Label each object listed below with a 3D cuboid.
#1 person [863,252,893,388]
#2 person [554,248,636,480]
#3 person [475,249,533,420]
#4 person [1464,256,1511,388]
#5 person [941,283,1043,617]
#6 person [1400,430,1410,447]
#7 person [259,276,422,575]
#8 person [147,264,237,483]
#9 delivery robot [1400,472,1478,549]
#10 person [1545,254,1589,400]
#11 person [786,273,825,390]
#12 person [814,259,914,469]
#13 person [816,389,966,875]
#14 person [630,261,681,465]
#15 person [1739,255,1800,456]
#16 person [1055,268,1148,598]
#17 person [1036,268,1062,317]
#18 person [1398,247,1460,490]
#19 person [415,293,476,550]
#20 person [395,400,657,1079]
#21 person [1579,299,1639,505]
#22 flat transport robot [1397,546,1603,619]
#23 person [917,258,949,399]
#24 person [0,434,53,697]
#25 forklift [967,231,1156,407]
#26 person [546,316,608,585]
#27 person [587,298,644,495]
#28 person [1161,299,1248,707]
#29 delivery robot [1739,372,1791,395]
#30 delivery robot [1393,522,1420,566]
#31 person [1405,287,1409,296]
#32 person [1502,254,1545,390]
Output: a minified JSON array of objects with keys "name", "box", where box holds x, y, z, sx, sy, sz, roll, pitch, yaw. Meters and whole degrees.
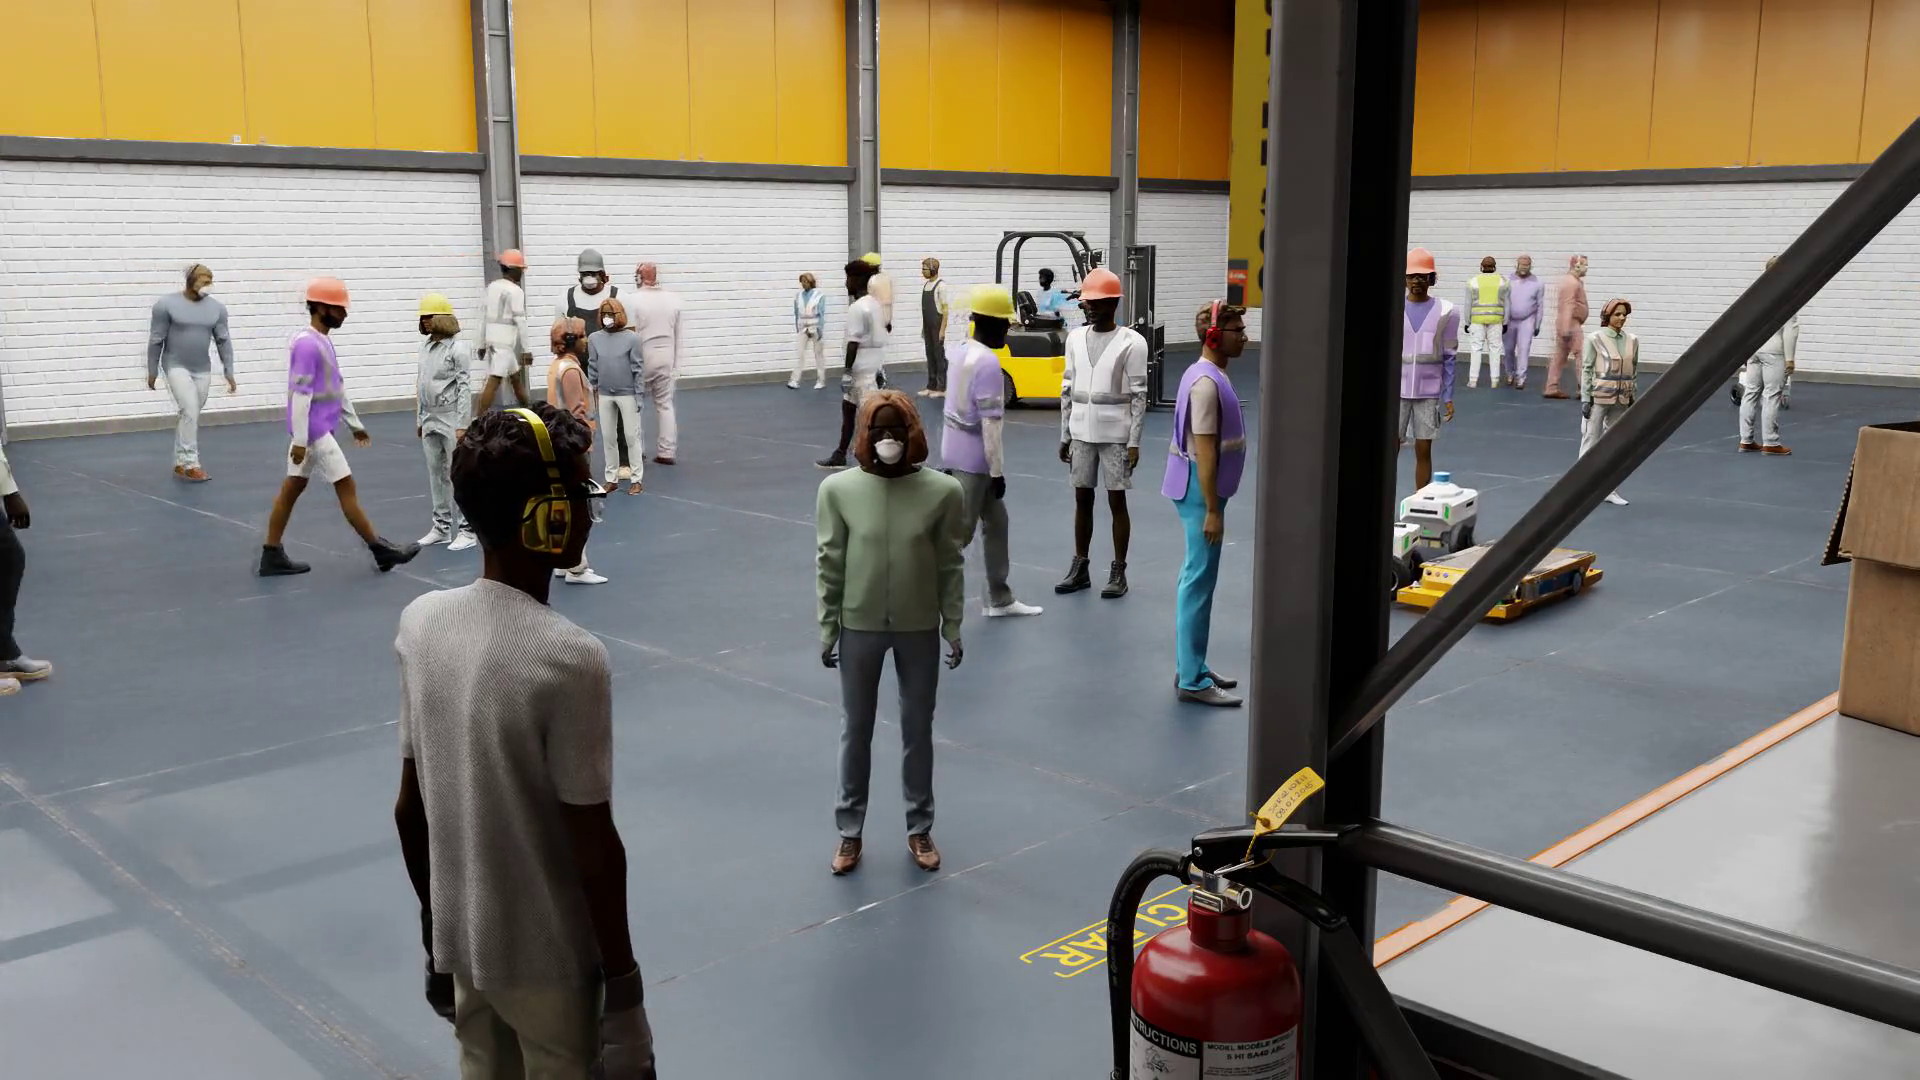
[{"name":"person","box":[-1.224,-3.059,23.219,0.511,1.893,0.617,7,12,33]},{"name":"person","box":[-3.171,-1.523,14.450,0.701,2.000,0.535,-1,10,-3]},{"name":"person","box":[-4.789,-2.102,17.771,1.081,1.974,0.627,-9,14,-40]},{"name":"person","box":[7.387,-3.054,23.351,0.624,1.840,0.429,2,11,12]},{"name":"person","box":[-0.002,-0.454,9.083,0.891,1.887,0.600,-2,11,-11]},{"name":"person","box":[4.130,-1.774,16.431,1.048,1.821,0.568,-5,11,-24]},{"name":"person","box":[-3.963,-0.701,10.421,1.011,1.869,0.569,-3,11,-17]},{"name":"person","box":[-6.668,-1.447,14.464,0.781,1.880,0.653,8,13,37]},{"name":"delivery robot","box":[3.194,-0.208,11.075,0.477,0.478,0.707,7,12,32]},{"name":"person","box":[8.043,-2.752,21.584,0.827,1.873,0.680,3,11,15]},{"name":"person","box":[-2.109,-2.855,22.912,0.518,1.606,0.802,4,11,22]},{"name":"person","box":[-0.833,-1.562,14.993,0.982,1.926,0.615,2,11,13]},{"name":"person","box":[-0.228,0.309,5.570,0.501,1.633,0.283,-1,10,-4]},{"name":"person","box":[-2.947,-1.650,15.555,0.667,1.886,0.696,-10,14,-43]},{"name":"person","box":[7.878,-1.795,16.213,0.379,1.940,0.629,-4,11,-20]},{"name":"person","box":[0.827,-0.624,9.822,0.543,1.939,0.362,6,12,30]},{"name":"person","box":[1.322,-3.029,23.651,0.566,1.684,0.542,-6,12,-31]},{"name":"person","box":[3.248,-1.063,11.933,0.605,2.044,0.373,2,11,13]},{"name":"person","box":[-3.526,-0.802,11.330,0.486,1.744,0.294,6,12,31]},{"name":"person","box":[-0.713,0.705,2.768,0.532,1.868,0.310,8,13,36]},{"name":"person","box":[5.113,-1.081,13.132,0.510,1.640,0.308,-3,11,-18]},{"name":"flat transport robot","box":[3.213,0.211,9.824,0.652,0.197,1.431,9,14,40]},{"name":"person","box":[-0.345,-2.774,21.818,0.331,1.839,0.514,-7,12,-32]},{"name":"person","box":[-4.465,-0.245,7.662,0.627,1.975,0.634,-8,13,-38]},{"name":"forklift","box":[1.222,-2.721,20.561,2.313,2.155,1.214,2,11,13]},{"name":"person","box":[-2.385,-0.548,10.223,0.311,1.642,0.512,-5,12,-25]},{"name":"person","box":[-2.831,-1.179,13.711,0.501,1.626,0.282,3,11,14]},{"name":"person","box":[1.123,-0.177,7.637,0.394,1.847,0.563,2,11,9]},{"name":"delivery robot","box":[9.979,-1.959,20.628,0.477,0.478,0.707,0,10,-2]},{"name":"delivery robot","box":[2.366,-0.001,9.948,0.707,0.478,0.477,5,12,25]},{"name":"person","box":[5.089,-2.329,19.166,0.564,1.921,0.468,-3,11,-17]},{"name":"person","box":[7.860,-3.078,23.394,0.639,1.876,0.917,5,11,24]}]
